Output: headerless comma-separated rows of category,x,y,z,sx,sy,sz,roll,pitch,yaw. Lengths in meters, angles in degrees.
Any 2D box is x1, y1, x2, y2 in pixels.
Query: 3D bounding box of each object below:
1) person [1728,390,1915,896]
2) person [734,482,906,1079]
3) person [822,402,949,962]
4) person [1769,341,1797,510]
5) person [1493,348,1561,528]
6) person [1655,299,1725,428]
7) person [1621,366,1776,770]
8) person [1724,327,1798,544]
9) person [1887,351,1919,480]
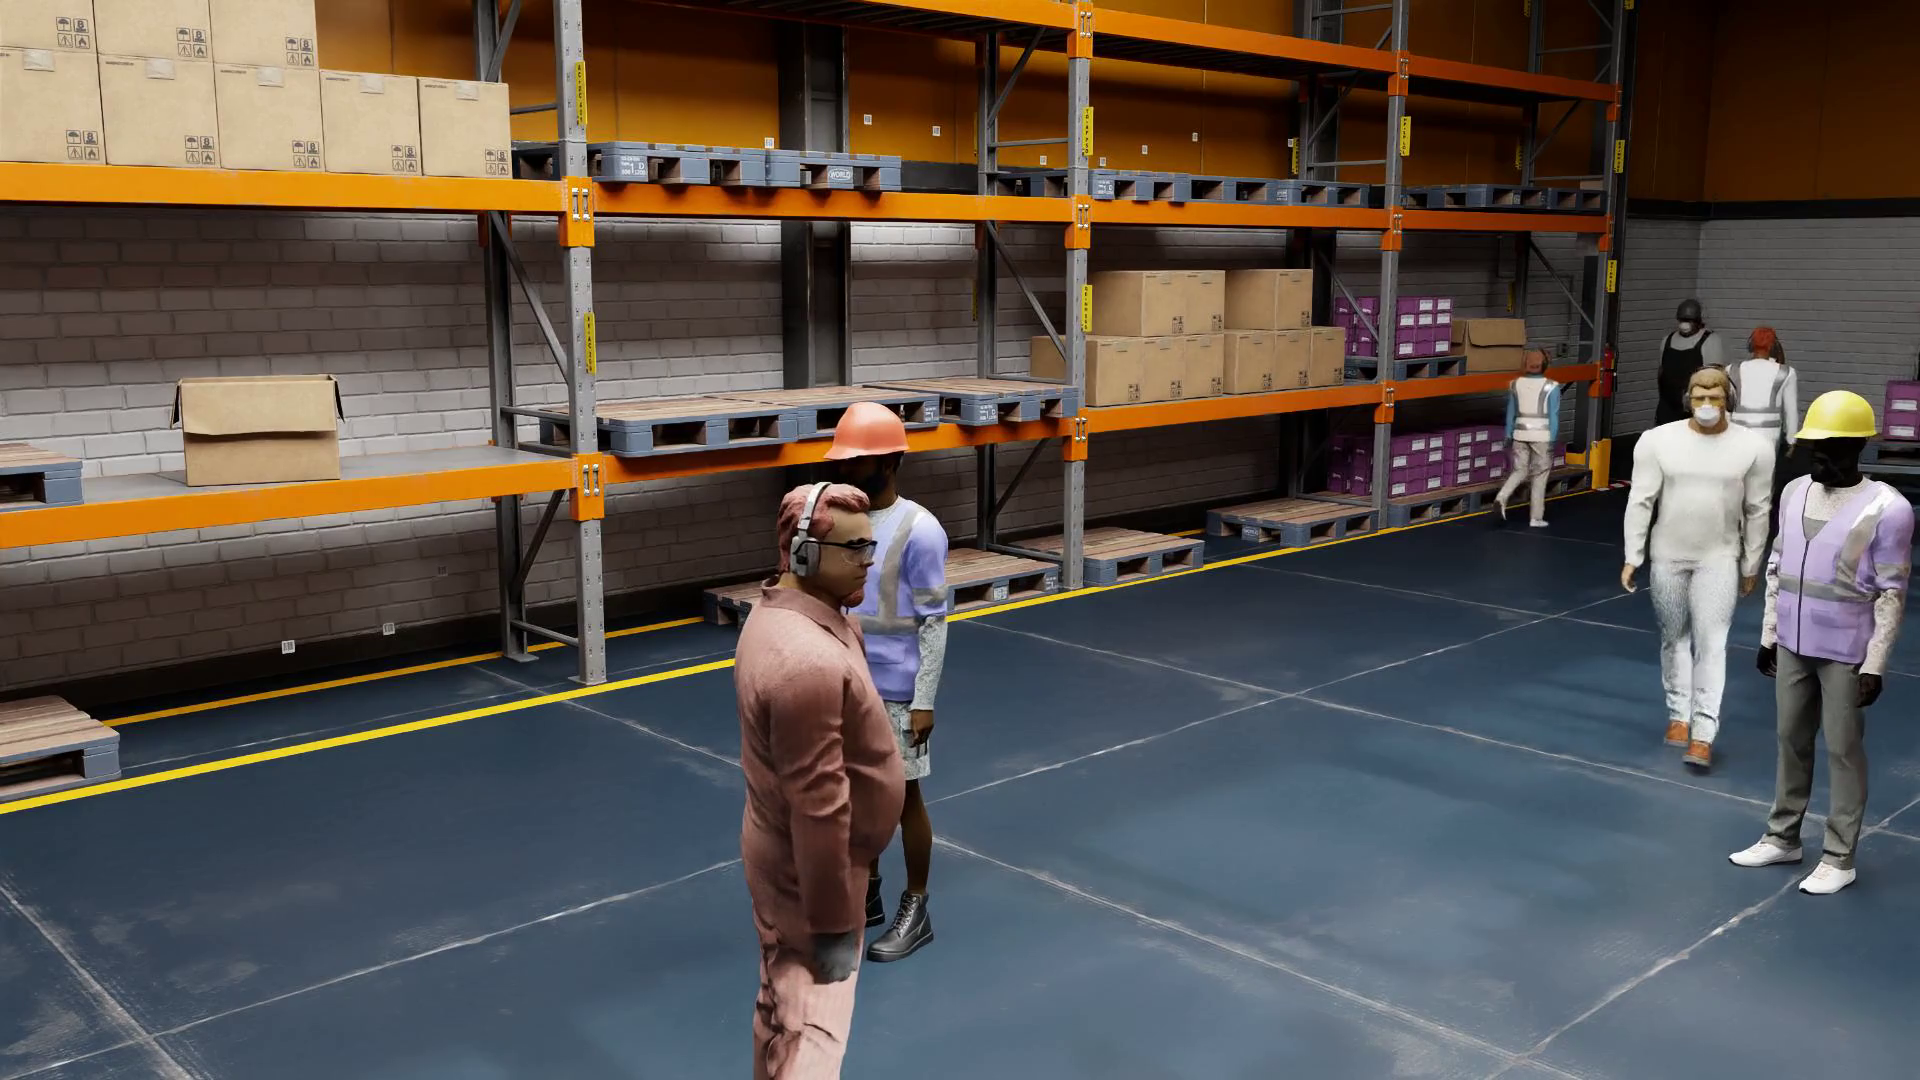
person,3.318,0.390,6.390,0.365,1.928,0.585,-4,10,-21
person,-0.331,0.806,4.028,0.400,1.905,0.643,-2,10,-11
person,-0.298,0.488,5.781,0.551,1.936,0.357,9,13,44
person,7.721,-1.098,15.968,0.508,1.631,0.288,6,11,31
person,5.055,-0.891,14.782,0.568,1.625,0.519,-7,12,-37
person,7.450,-1.504,17.146,0.991,2.000,0.690,-9,13,-44
person,3.514,0.129,7.981,0.634,1.899,0.912,5,11,28
person,6.763,-0.887,14.129,0.596,1.845,0.979,6,11,31
person,10.308,-1.553,17.687,0.625,1.966,0.914,-8,13,-39
